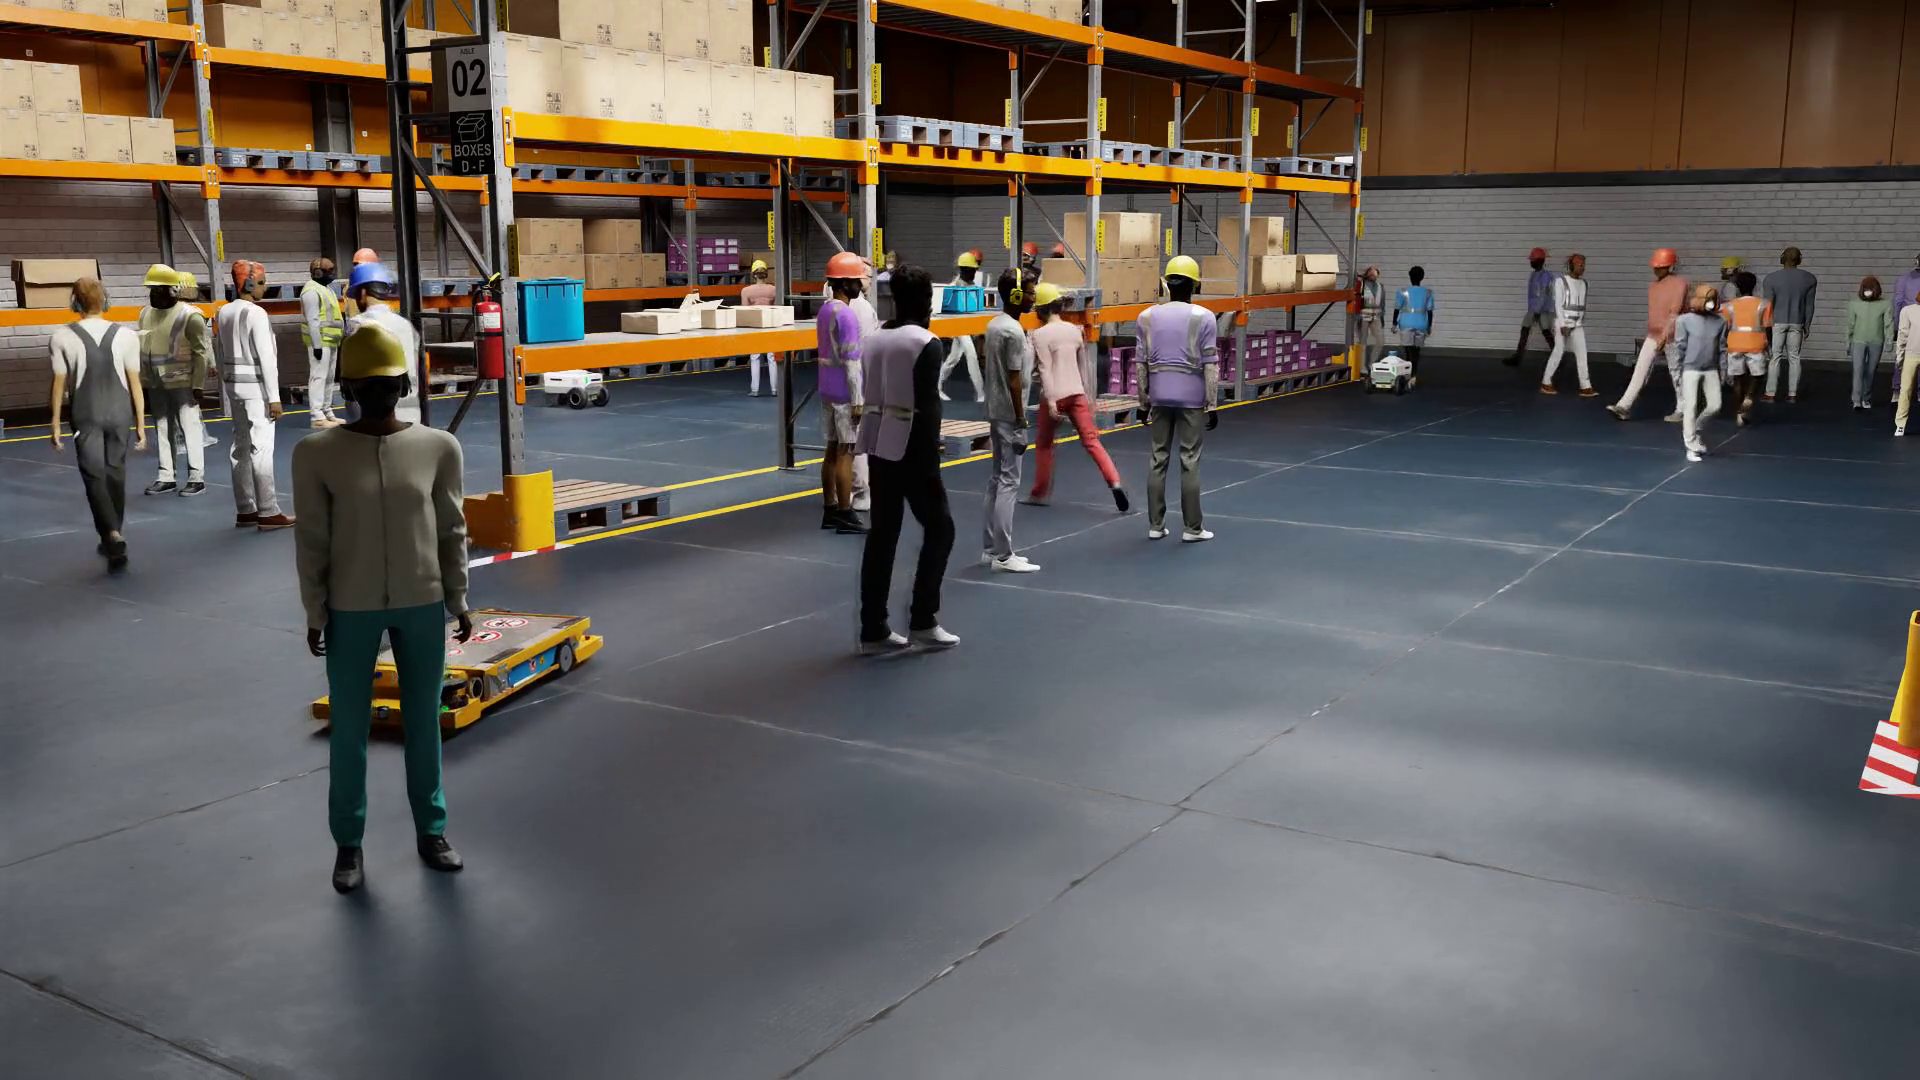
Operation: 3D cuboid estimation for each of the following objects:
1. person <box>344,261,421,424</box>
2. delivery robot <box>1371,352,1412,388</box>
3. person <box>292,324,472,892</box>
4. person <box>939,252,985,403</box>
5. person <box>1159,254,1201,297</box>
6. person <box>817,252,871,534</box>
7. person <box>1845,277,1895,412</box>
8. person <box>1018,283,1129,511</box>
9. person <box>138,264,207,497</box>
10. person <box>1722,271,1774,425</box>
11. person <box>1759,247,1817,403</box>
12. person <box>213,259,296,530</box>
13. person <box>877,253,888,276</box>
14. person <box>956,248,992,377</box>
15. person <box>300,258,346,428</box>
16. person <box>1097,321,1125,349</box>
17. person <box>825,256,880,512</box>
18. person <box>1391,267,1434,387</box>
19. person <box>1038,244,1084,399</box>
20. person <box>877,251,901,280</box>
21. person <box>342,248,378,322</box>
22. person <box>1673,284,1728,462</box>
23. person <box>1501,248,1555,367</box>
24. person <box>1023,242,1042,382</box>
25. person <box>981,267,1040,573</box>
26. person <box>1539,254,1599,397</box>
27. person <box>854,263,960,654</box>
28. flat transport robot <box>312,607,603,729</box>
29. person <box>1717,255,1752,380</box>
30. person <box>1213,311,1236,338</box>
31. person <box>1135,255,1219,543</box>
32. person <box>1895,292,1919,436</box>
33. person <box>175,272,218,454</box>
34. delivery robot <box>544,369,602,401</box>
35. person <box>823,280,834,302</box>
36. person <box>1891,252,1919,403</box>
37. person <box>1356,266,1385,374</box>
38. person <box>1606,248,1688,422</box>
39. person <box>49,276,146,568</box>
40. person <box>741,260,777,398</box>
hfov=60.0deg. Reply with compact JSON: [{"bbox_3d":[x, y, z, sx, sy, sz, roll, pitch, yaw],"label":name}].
[{"bbox_3d":[-3.337,-0.682,9.816,0.706,1.898,0.664,3,11,15],"label":"person"},{"bbox_3d":[5.683,-2.239,21.893,0.477,0.478,0.707,7,12,34],"label":"delivery robot"},{"bbox_3d":[-1.800,0.208,5.240,0.526,1.769,0.328,-6,12,-29],"label":"person"},{"bbox_3d":[0.031,-2.650,20.811,1.005,1.872,0.604,4,11,20],"label":"person"},{"bbox_3d":[3.027,-3.039,23.067,0.623,1.835,0.430,0,10,1],"label":"person"},{"bbox_3d":[-0.792,-1.008,11.500,0.360,1.938,0.545,-5,11,-26],"label":"person"},{"bbox_3d":[10.794,-2.322,19.772,0.510,1.577,0.889,5,11,26],"label":"person"},{"bbox_3d":[0.844,-1.063,12.432,0.551,1.718,0.894,-9,13,-40],"label":"person"},{"bbox_3d":[-6.249,-1.256,13.161,0.586,1.835,0.404,3,11,16],"label":"person"},{"bbox_3d":[8.537,-2.074,18.089,0.557,1.681,0.451,7,12,34],"label":"person"},{"bbox_3d":[10.271,-2.667,20.690,0.630,1.940,0.372,1,10,6],"label":"person"},{"bbox_3d":[-4.959,-1.013,11.672,0.573,1.886,0.354,7,13,35],"label":"person"},{"bbox_3d":[-1.174,-3.523,25.771,0.611,1.813,0.440,2,10,9],"label":"person"},{"bbox_3d":[0.200,-3.316,24.422,0.552,1.910,0.821,0,10,2],"label":"person"},{"bbox_3d":[-6.885,-2.129,18.017,0.430,1.836,0.625,-1,10,-4],"label":"person"},{"bbox_3d":[2.027,-3.216,23.467,0.614,2.036,0.388,1,10,7],"label":"person"},{"bbox_3d":[-0.772,-1.165,12.480,0.406,1.902,0.636,-7,12,-32],"label":"person"},{"bbox_3d":[6.296,-2.974,23.179,0.540,1.642,0.882,-1,10,-4],"label":"person"},{"bbox_3d":[1.249,-2.747,21.003,0.626,1.996,1.040,6,12,32],"label":"person"},{"bbox_3d":[-0.877,-2.980,22.614,0.629,1.880,1.032,2,11,13],"label":"person"},{"bbox_3d":[-6.314,-2.142,17.794,0.544,1.936,0.359,6,12,28],"label":"person"},{"bbox_3d":[6.825,-1.545,15.344,0.520,1.626,0.496,0,10,-1],"label":"person"},{"bbox_3d":[9.171,-3.684,26.465,1.000,1.887,0.556,-2,10,-11],"label":"person"},{"bbox_3d":[0.971,-3.252,23.780,0.622,1.992,0.396,9,14,41],"label":"person"},{"bbox_3d":[0.306,-0.725,10.163,0.316,1.860,0.516,-3,11,-16],"label":"person"},{"bbox_3d":[7.978,-2.805,21.713,0.578,1.851,0.850,-4,11,-21],"label":"person"},{"bbox_3d":[-0.238,-0.387,8.139,0.646,1.903,0.649,-8,13,-37],"label":"person"},{"bbox_3d":[-2.214,0.547,7.503,0.652,0.197,1.431,2,11,12],"label":"flat transport robot"},{"bbox_3d":[10.954,-3.115,23.540,0.693,1.807,0.597,7,12,34],"label":"person"},{"bbox_3d":[3.926,-3.419,24.976,1.033,1.888,0.631,-9,14,-42],"label":"person"},{"bbox_3d":[1.465,-0.938,11.169,0.585,1.918,0.381,6,12,30],"label":"person"},{"bbox_3d":[9.905,-1.864,17.113,0.496,1.629,0.277,5,11,25],"label":"person"},{"bbox_3d":[-7.353,-1.702,15.968,0.505,1.711,0.794,4,11,19],"label":"person"},{"bbox_3d":[-4.682,-1.919,20.123,0.707,0.478,0.477,5,11,27],"label":"delivery robot"},{"bbox_3d":[-1.364,-2.566,20.420,0.622,1.838,0.429,6,12,31],"label":"person"},{"bbox_3d":[11.892,-2.636,20.609,0.643,1.909,0.409,3,11,16],"label":"person"},{"bbox_3d":[6.216,-3.313,25.143,0.532,1.623,0.453,-3,11,-18],"label":"person"},{"bbox_3d":[7.743,-2.256,18.450,1.025,1.927,0.600,-4,11,-21],"label":"person"},{"bbox_3d":[-5.357,-0.741,10.385,0.530,1.811,0.915,-8,13,-37],"label":"person"},{"bbox_3d":[-2.559,-2.717,21.452,0.526,1.768,0.314,-4,11,-20],"label":"person"}]
